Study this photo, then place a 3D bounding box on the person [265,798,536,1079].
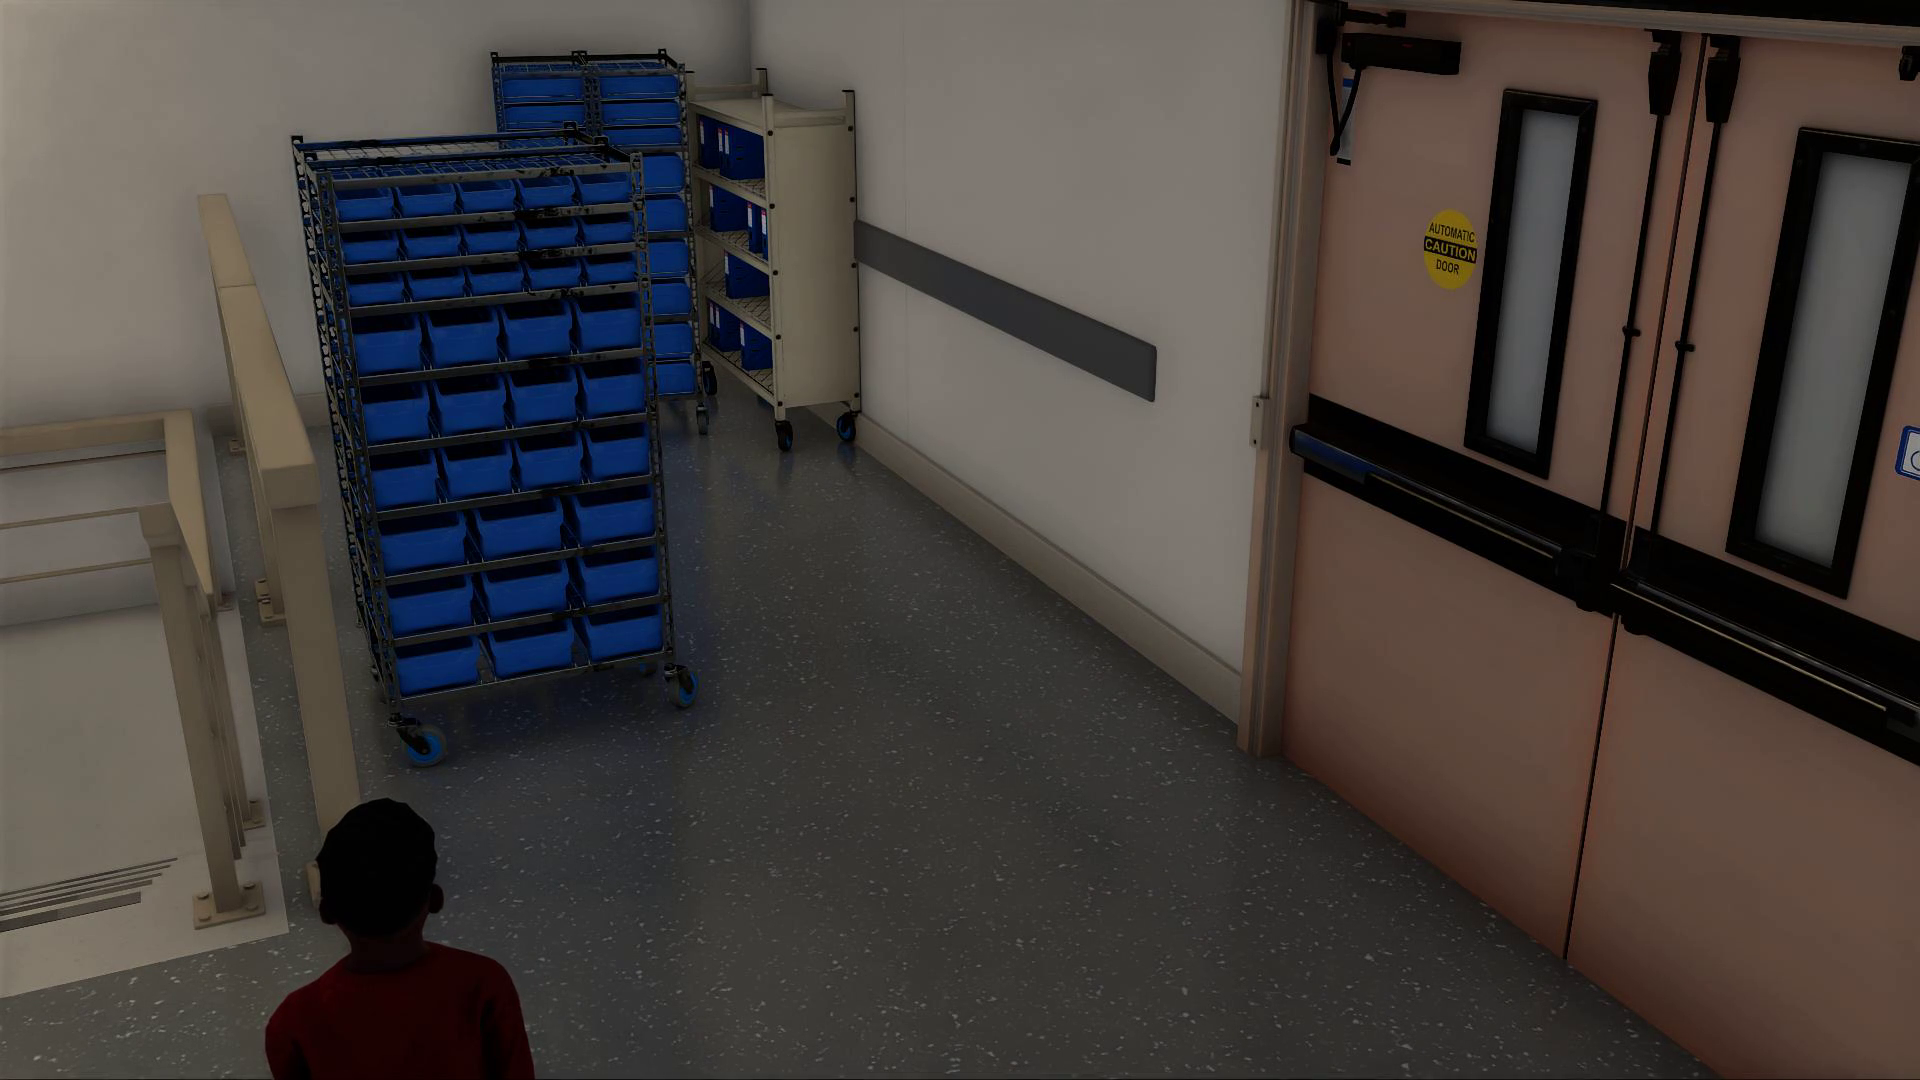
[{"bbox_3d":[-0.785,0.951,2.427,0.491,1.254,0.470,-10,23,-24],"label":"person"}]
